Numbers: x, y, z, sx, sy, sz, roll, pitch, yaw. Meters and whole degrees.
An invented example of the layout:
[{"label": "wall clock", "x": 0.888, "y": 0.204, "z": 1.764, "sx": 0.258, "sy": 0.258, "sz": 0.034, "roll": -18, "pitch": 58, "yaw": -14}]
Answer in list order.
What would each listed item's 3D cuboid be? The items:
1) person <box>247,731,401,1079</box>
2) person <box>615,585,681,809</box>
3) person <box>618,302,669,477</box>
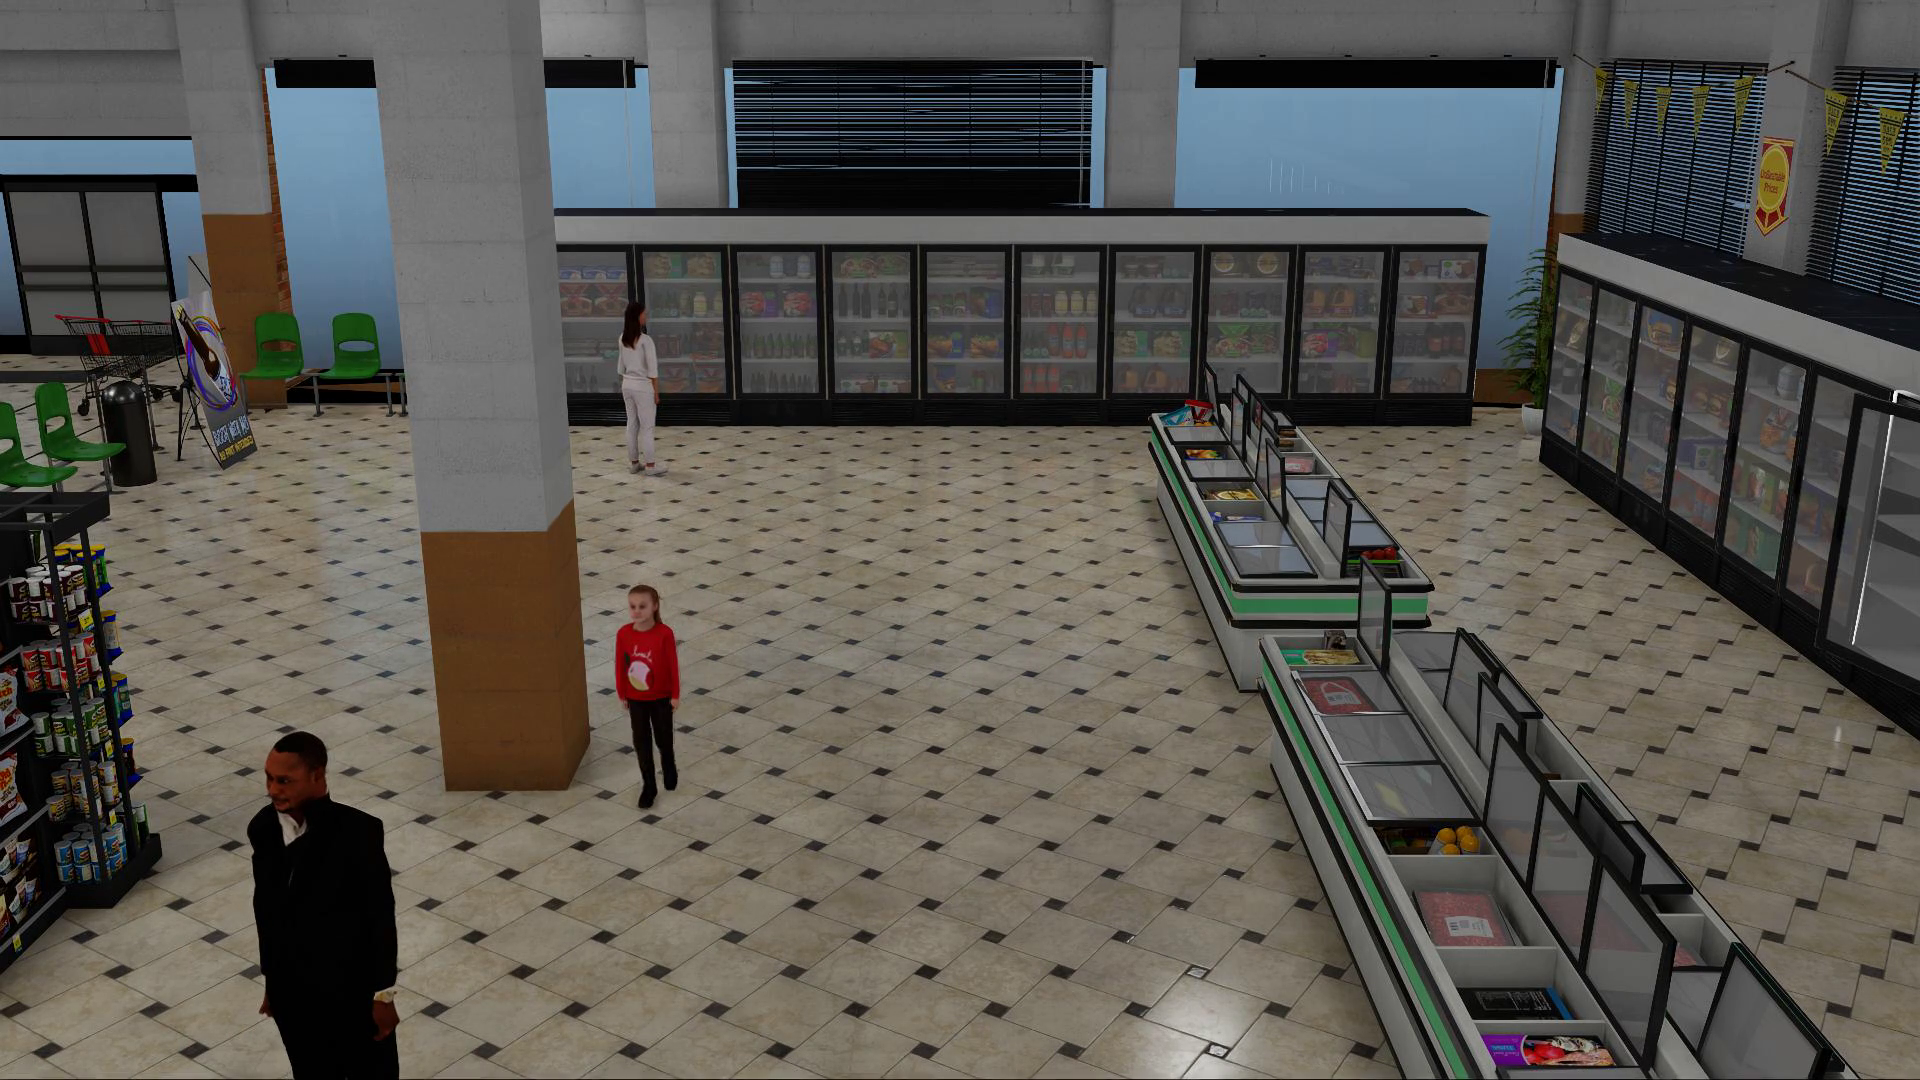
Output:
[{"label": "person", "x": -2.229, "y": 1.553, "z": 5.902, "sx": 0.776, "sy": 1.904, "sz": 0.715, "roll": 5, "pitch": 18, "yaw": 16}, {"label": "person", "x": -1.726, "y": 0.849, "z": 9.304, "sx": 0.489, "sy": 1.274, "sz": 0.565, "roll": 0, "pitch": 17, "yaw": 0}, {"label": "person", "x": -3.130, "y": -1.479, "z": 16.259, "sx": 0.683, "sy": 1.688, "sz": 0.701, "roll": 10, "pitch": 20, "yaw": 30}]
